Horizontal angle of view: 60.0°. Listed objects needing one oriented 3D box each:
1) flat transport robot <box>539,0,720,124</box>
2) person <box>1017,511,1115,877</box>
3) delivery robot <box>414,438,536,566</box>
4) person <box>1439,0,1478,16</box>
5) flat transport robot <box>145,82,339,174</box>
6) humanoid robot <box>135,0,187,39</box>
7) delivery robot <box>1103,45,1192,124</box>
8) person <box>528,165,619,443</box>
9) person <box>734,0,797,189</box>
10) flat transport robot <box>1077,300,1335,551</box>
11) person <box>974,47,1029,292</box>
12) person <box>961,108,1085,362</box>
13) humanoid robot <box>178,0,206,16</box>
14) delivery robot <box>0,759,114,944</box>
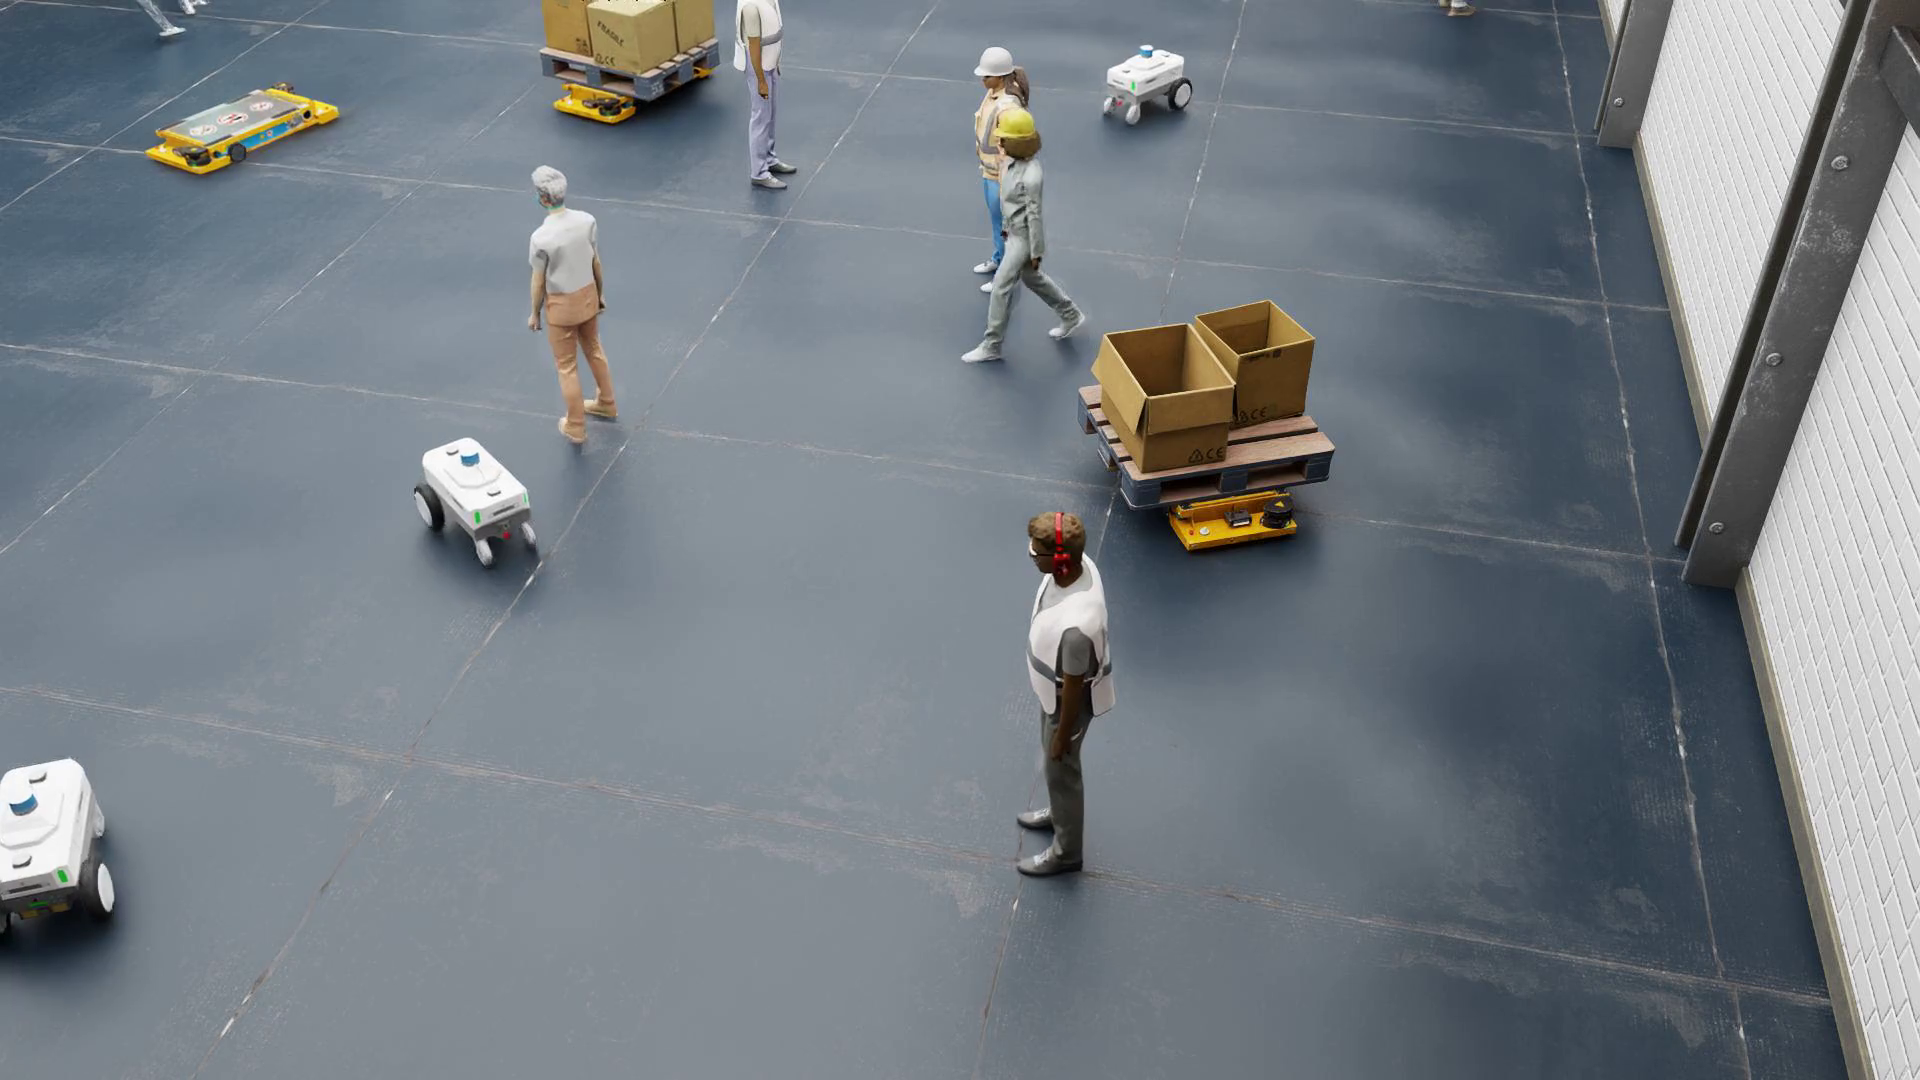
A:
[{"bbox_3d":[-2.856,-4.034,14.616,0.659,0.231,1.431,19,41,24],"label":"flat transport robot"},{"bbox_3d":[0.451,0.651,7.044,0.397,1.833,0.571,-1,37,-2],"label":"person"},{"bbox_3d":[-2.711,-0.259,9.330,0.499,0.600,0.802,-26,44,-30],"label":"delivery robot"},{"bbox_3d":[4.930,-5.946,15.836,0.422,1.873,0.592,-10,38,-13],"label":"person"},{"bbox_3d":[-5.948,-3.424,13.801,0.659,0.231,1.431,20,41,25],"label":"flat transport robot"},{"bbox_3d":[-7.507,-5.362,15.234,0.558,1.861,0.750,15,39,19],"label":"humanoid robot"},{"bbox_3d":[1.587,-3.931,14.234,0.788,0.587,0.499,-30,46,-34],"label":"delivery robot"},{"bbox_3d":[-2.310,-1.393,9.864,0.341,1.737,0.465,22,42,27],"label":"person"},{"bbox_3d":[-1.523,-3.619,12.756,0.392,1.836,0.562,4,37,5],"label":"person"},{"bbox_3d":[1.396,-0.455,9.828,0.659,0.231,1.431,-9,38,-12],"label":"flat transport robot"},{"bbox_3d":[0.279,-2.541,11.404,0.377,1.720,0.493,-6,37,-8],"label":"person"},{"bbox_3d":[0.442,-1.963,10.644,0.848,1.709,0.494,-8,38,-11],"label":"person"},{"bbox_3d":[-7.596,-5.888,15.879,0.791,1.792,0.535,14,39,19],"label":"humanoid robot"},{"bbox_3d":[-3.976,1.335,7.202,0.499,0.606,0.794,-11,38,-14],"label":"delivery robot"}]
